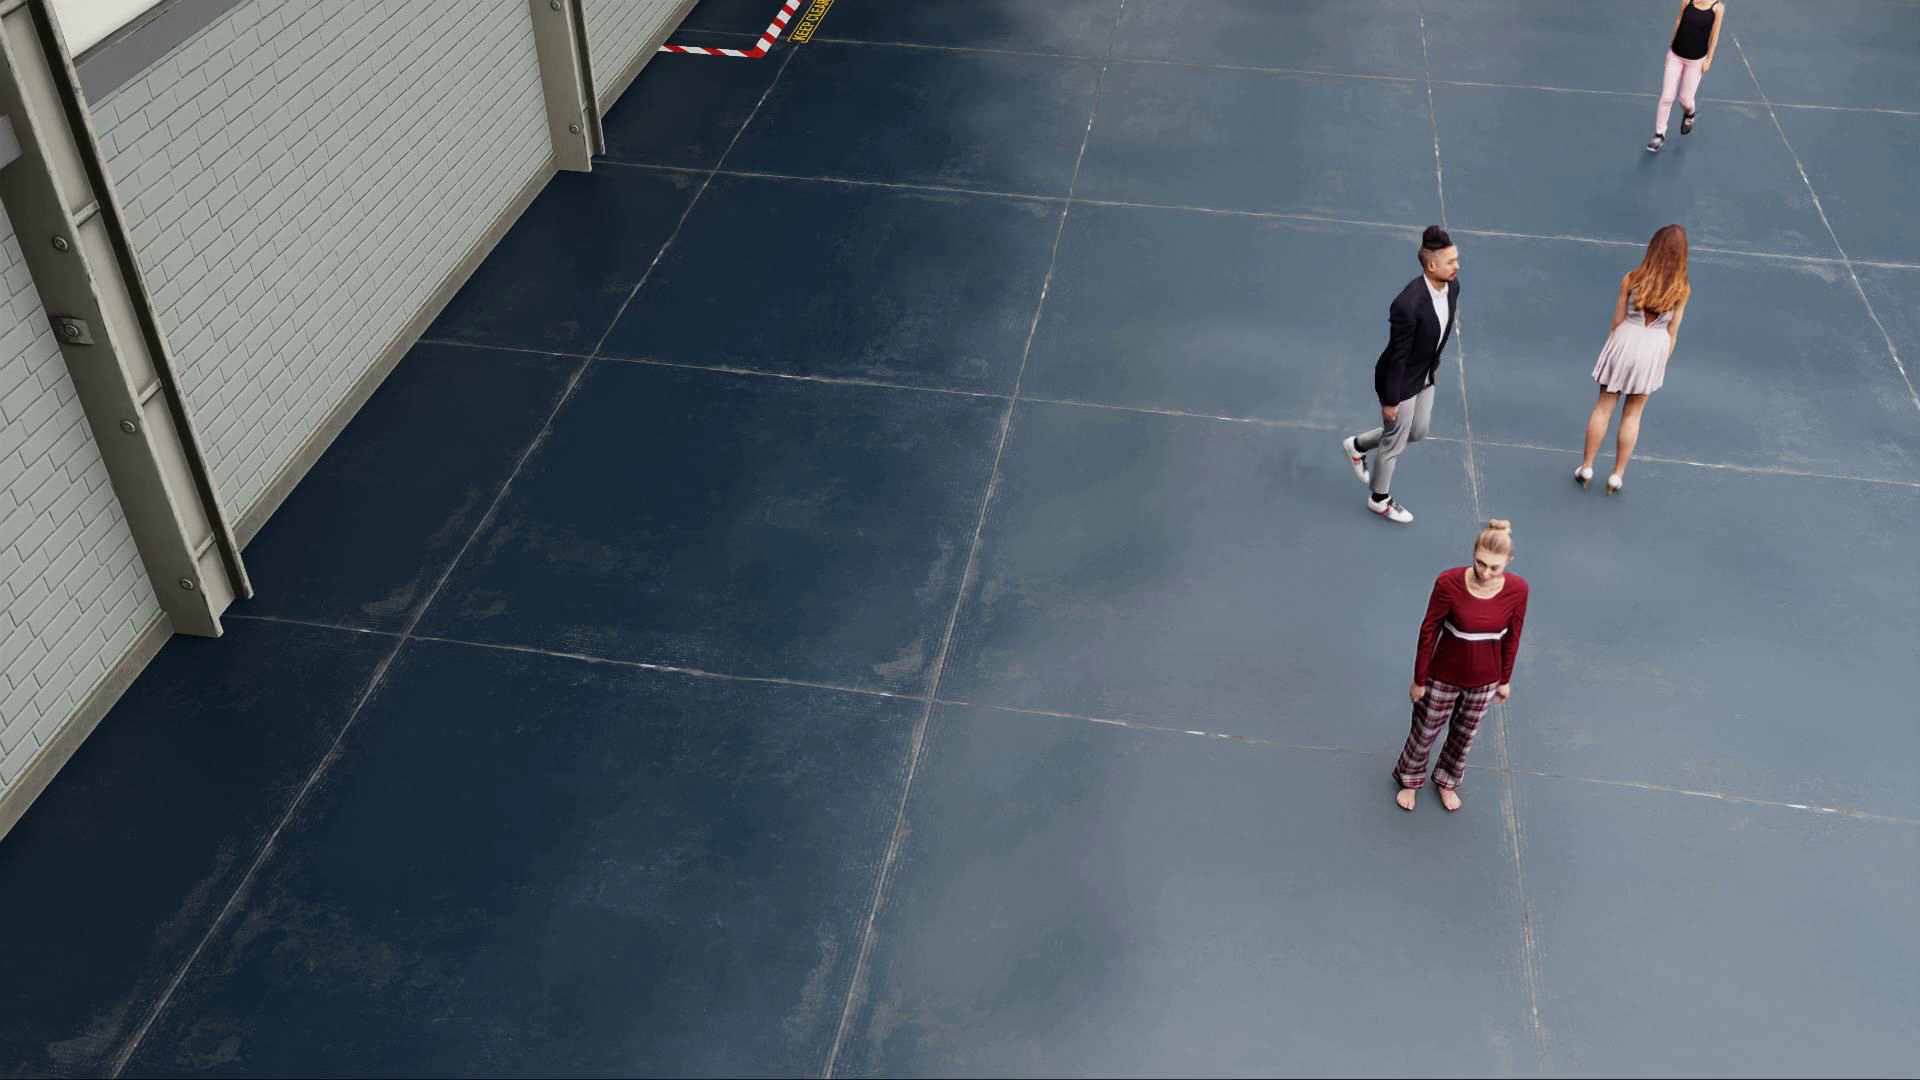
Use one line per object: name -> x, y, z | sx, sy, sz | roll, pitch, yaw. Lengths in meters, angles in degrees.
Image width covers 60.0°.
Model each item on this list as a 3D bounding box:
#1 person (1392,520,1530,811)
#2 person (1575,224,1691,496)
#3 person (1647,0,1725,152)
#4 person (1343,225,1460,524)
person -> 2.367, 0.618, 7.840 | 0.653, 1.702, 0.548 | 1, 38, 1
person -> 4.020, -1.055, 9.926 | 0.612, 1.766, 0.633 | 14, 40, 17
person -> 6.109, -4.046, 13.928 | 0.732, 1.547, 0.899 | 25, 44, 28
person -> 2.530, -1.011, 9.733 | 0.978, 1.935, 1.025 | -29, 46, -32
